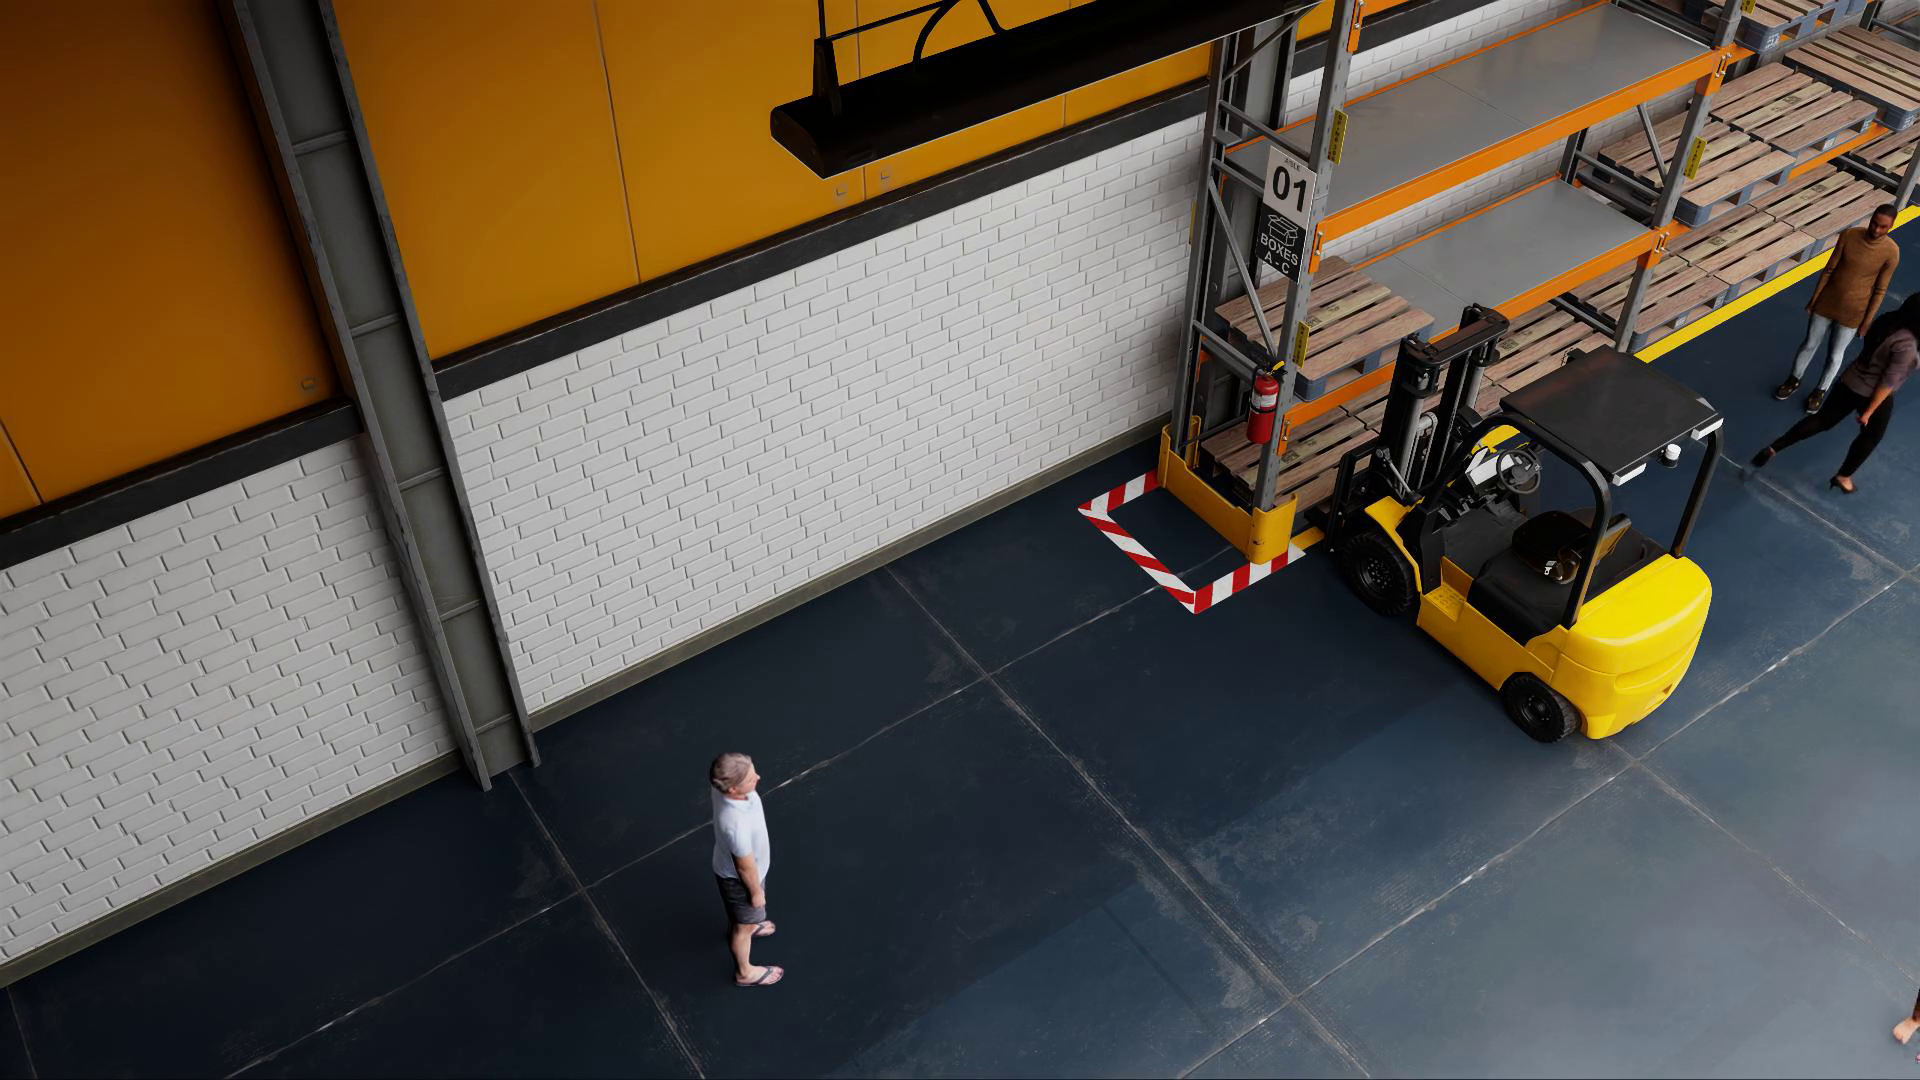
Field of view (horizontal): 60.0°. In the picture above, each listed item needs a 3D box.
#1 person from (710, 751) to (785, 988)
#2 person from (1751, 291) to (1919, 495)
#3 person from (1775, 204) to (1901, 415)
[{"bbox_3d":[-1.204,1.757,9.050,0.697,1.829,0.714,-7,44,-7],"label":"person"},{"bbox_3d":[6.423,-1.035,12.007,1.159,1.793,0.984,-6,44,-6],"label":"person"},{"bbox_3d":[6.799,-1.811,12.806,0.672,1.816,0.620,33,53,30],"label":"person"}]
